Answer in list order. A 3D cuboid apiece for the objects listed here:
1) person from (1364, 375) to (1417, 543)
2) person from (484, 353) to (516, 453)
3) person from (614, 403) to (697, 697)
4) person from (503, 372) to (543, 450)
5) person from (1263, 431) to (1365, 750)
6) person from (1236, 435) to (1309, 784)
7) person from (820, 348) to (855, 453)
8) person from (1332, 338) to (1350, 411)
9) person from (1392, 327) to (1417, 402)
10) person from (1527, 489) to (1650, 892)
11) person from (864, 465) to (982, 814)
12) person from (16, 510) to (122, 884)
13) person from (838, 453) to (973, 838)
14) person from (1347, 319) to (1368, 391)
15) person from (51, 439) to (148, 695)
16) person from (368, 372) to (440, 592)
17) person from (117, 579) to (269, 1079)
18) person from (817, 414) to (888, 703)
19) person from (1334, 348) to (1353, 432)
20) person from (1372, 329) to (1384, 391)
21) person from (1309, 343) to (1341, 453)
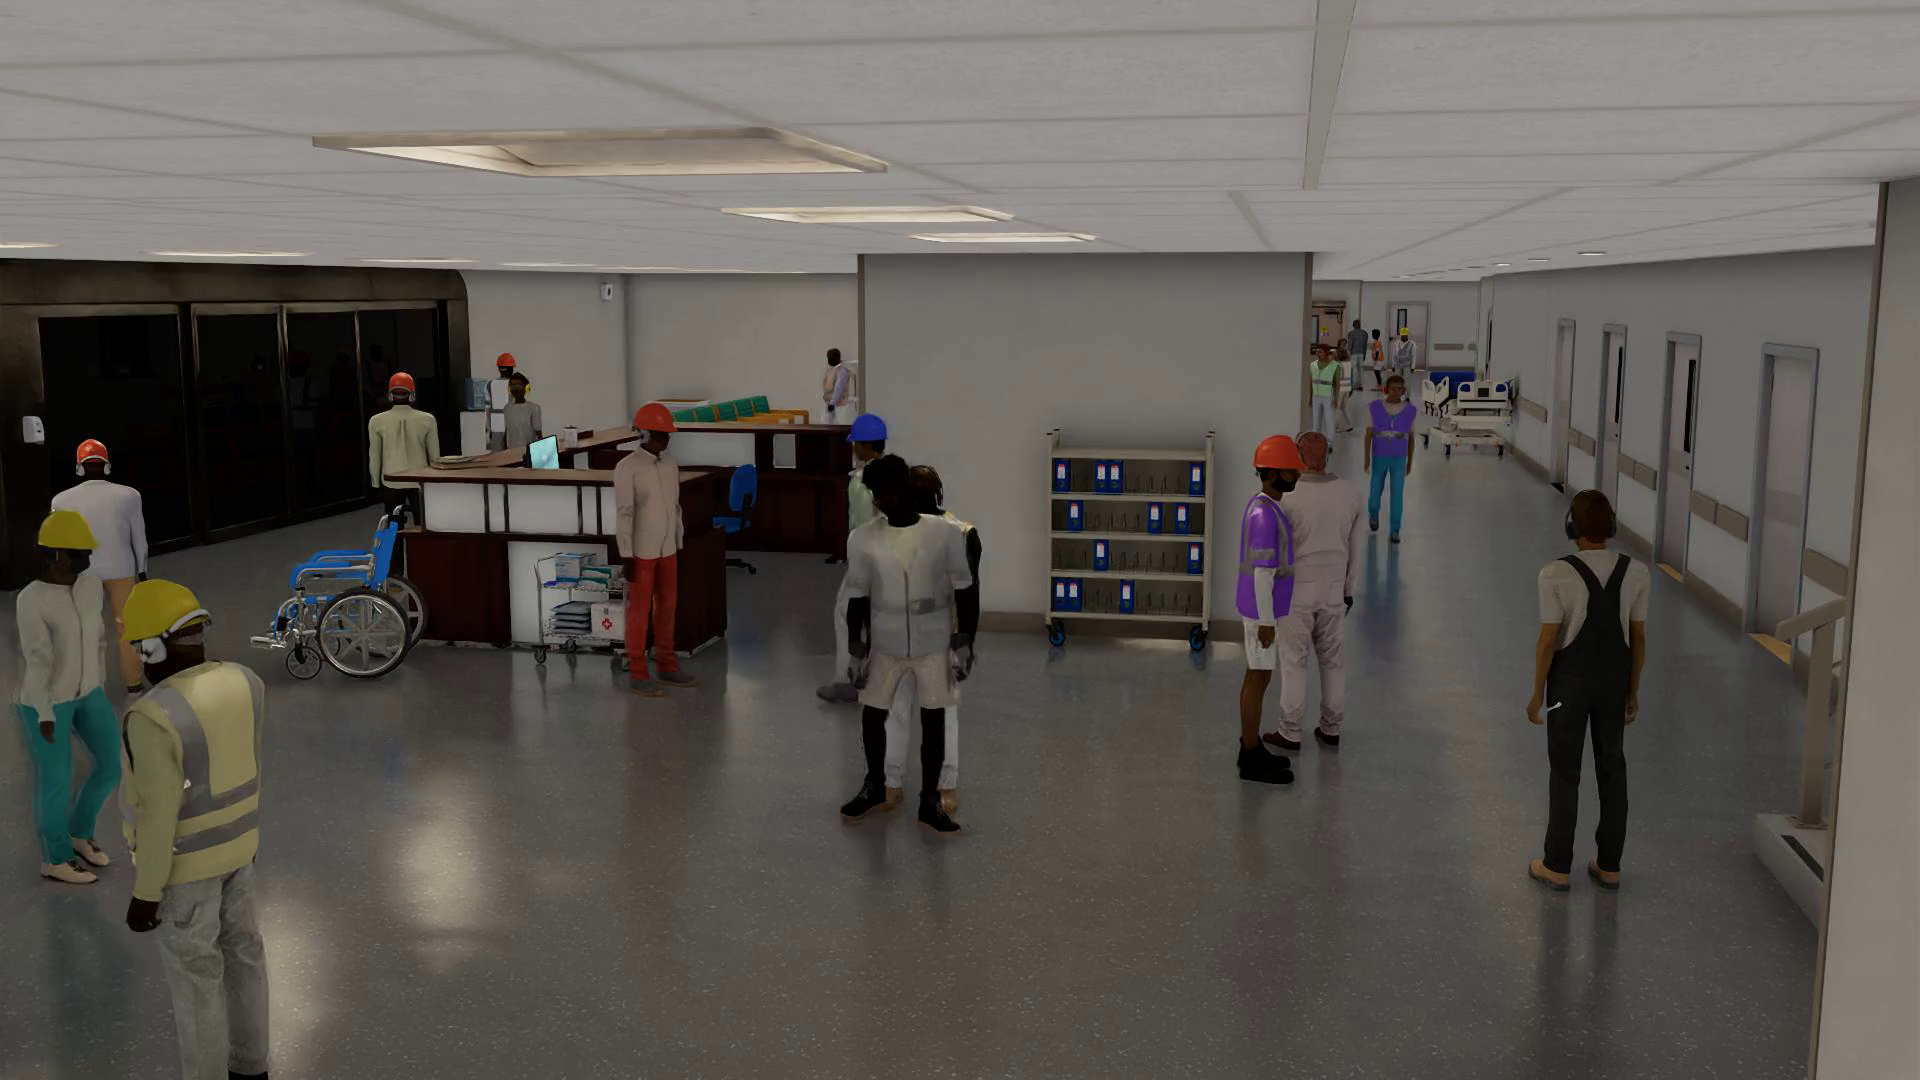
[{"bbox_3d":[4.711,-0.913,18.269,0.570,1.825,0.777,1,9,7],"label":"person"},{"bbox_3d":[-5.829,-1.438,21.418,0.546,1.929,0.392,2,9,14],"label":"person"},{"bbox_3d":[-2.072,0.063,11.255,0.407,1.985,0.621,5,10,30],"label":"person"},{"bbox_3d":[-4.643,-0.837,17.585,0.532,1.876,0.319,4,9,25],"label":"person"},{"bbox_3d":[2.073,0.301,9.935,0.638,1.907,0.408,-3,9,-20],"label":"person"},{"bbox_3d":[1.737,0.377,9.319,0.377,1.938,0.547,2,9,11],"label":"person"},{"bbox_3d":[-2.024,-2.263,27.365,0.835,1.794,0.635,-7,11,-38],"label":"person"},{"bbox_3d":[8.611,-3.741,37.630,0.515,1.641,0.314,-4,9,-25],"label":"person"},{"bbox_3d":[10.771,-4.246,40.391,0.590,1.824,0.403,7,11,39],"label":"person"},{"bbox_3d":[2.847,0.689,7.574,0.504,1.839,0.345,0,9,-3],"label":"person"},{"bbox_3d":[-0.207,0.519,8.714,0.624,1.840,0.429,1,9,8],"label":"person"},{"bbox_3d":[-4.082,0.729,7.627,0.398,1.749,0.537,3,9,17],"label":"person"},{"bbox_3d":[-0.297,0.518,8.396,0.751,1.940,0.482,1,9,3],"label":"person"},{"bbox_3d":[10.740,-5.008,45.056,0.630,1.938,0.372,-3,9,-21],"label":"person"},{"bbox_3d":[-5.767,0.192,11.188,0.564,1.743,0.352,-4,9,-24],"label":"person"},{"bbox_3d":[-5.032,-0.524,15.105,0.622,1.992,0.396,-3,9,-21],"label":"person"},{"bbox_3d":[-2.497,1.025,5.409,0.404,1.822,0.586,2,9,10],"label":"person"},{"bbox_3d":[-0.649,0.133,10.965,0.759,1.922,0.651,5,10,29],"label":"person"},{"bbox_3d":[7.297,-2.861,31.843,0.539,1.630,0.361,-8,11,-41],"label":"person"},{"bbox_3d":[11.279,-4.859,44.911,0.337,1.683,0.552,2,9,16],"label":"person"},{"bbox_3d":[6.123,-2.379,27.939,0.564,1.838,0.389,8,12,44],"label":"person"}]
